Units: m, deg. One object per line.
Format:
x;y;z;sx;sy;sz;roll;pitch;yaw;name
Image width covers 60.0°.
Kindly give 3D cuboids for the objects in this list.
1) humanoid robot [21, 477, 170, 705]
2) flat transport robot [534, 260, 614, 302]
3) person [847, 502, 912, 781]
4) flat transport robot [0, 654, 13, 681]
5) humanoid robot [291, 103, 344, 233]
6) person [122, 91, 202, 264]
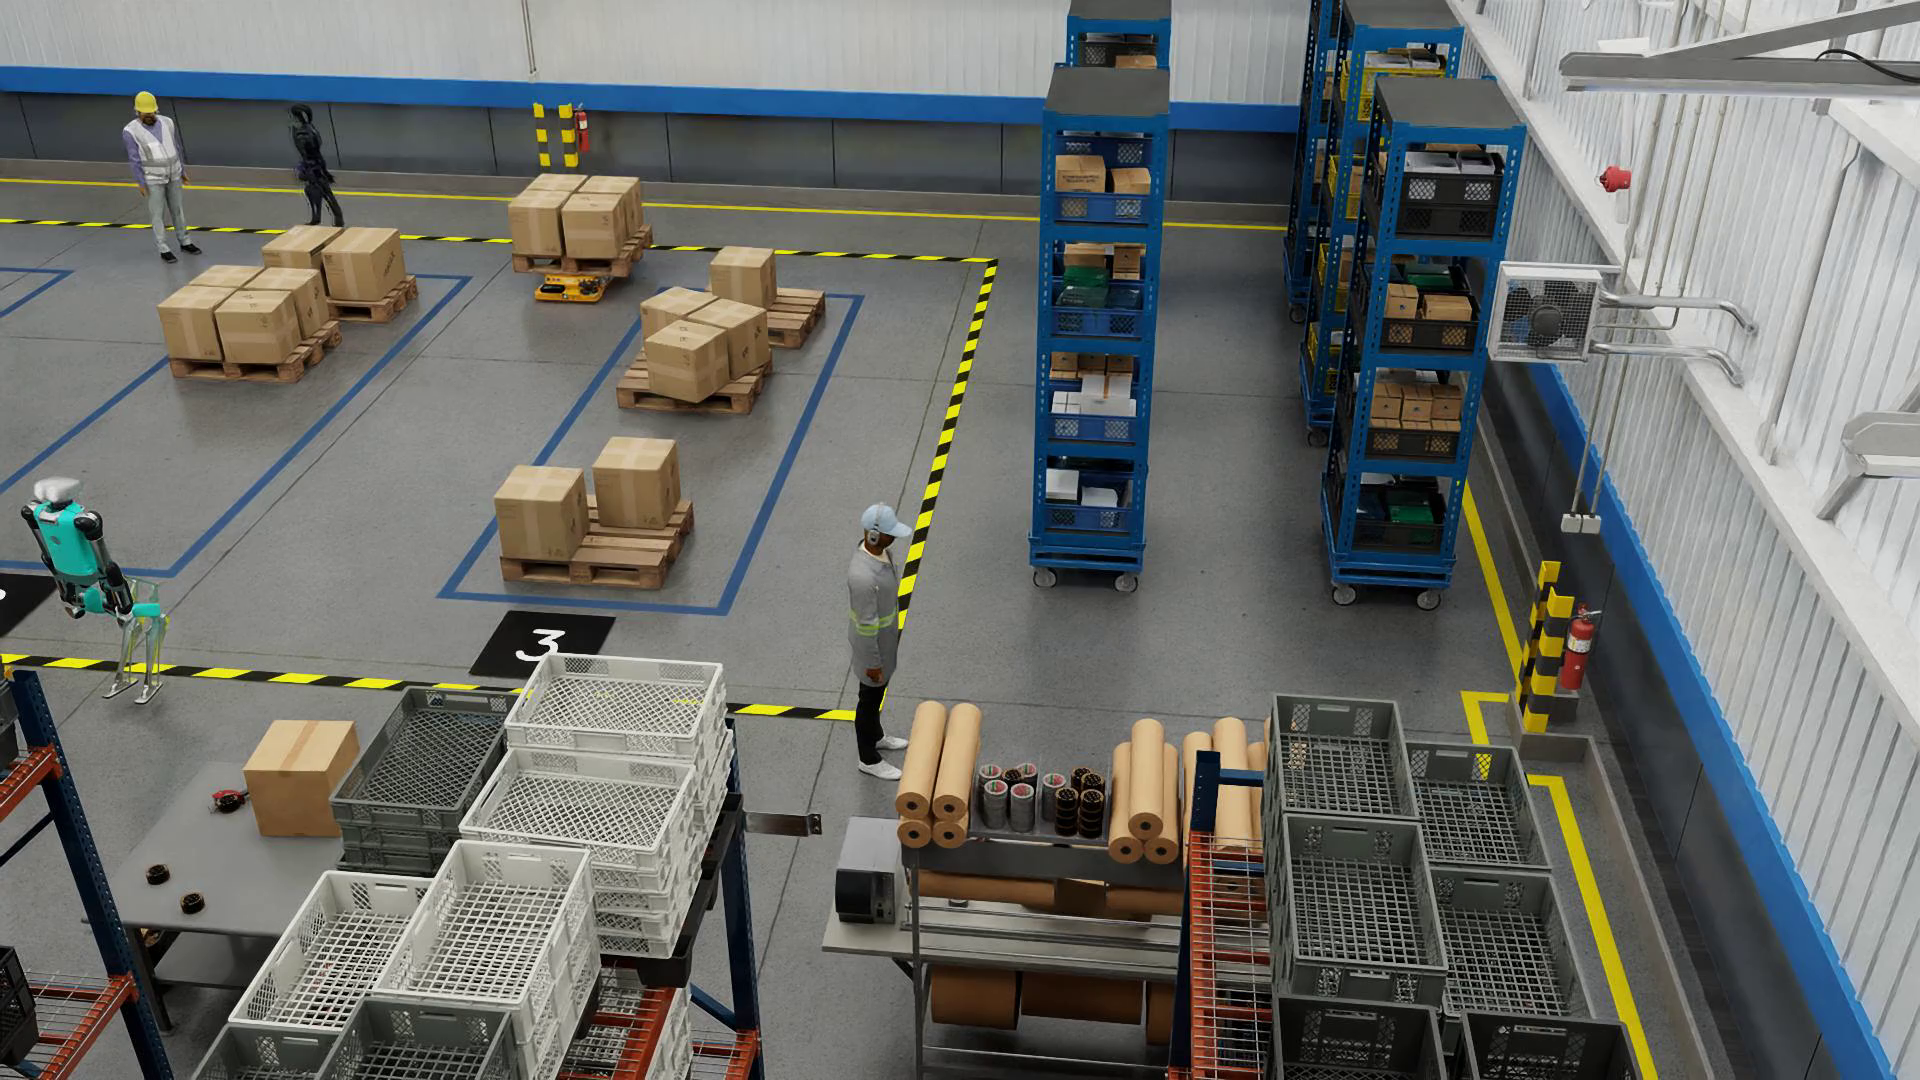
-5.413;0.250;10.647;0.533;1.681;0.735;9;31;15;humanoid robot
-3.961;-2.883;17.597;0.652;0.197;1.431;3;30;6;flat transport robot
-0.479;0.596;10.078;0.392;1.850;0.587;3;30;5;person
-7.142;0.969;11.010;1.431;0.231;0.659;3;30;6;flat transport robot
-7.056;-3.943;18.073;0.672;1.637;0.609;-3;30;-4;humanoid robot
-8.551;-3.903;17.830;0.404;1.824;0.589;18;35;28;person
